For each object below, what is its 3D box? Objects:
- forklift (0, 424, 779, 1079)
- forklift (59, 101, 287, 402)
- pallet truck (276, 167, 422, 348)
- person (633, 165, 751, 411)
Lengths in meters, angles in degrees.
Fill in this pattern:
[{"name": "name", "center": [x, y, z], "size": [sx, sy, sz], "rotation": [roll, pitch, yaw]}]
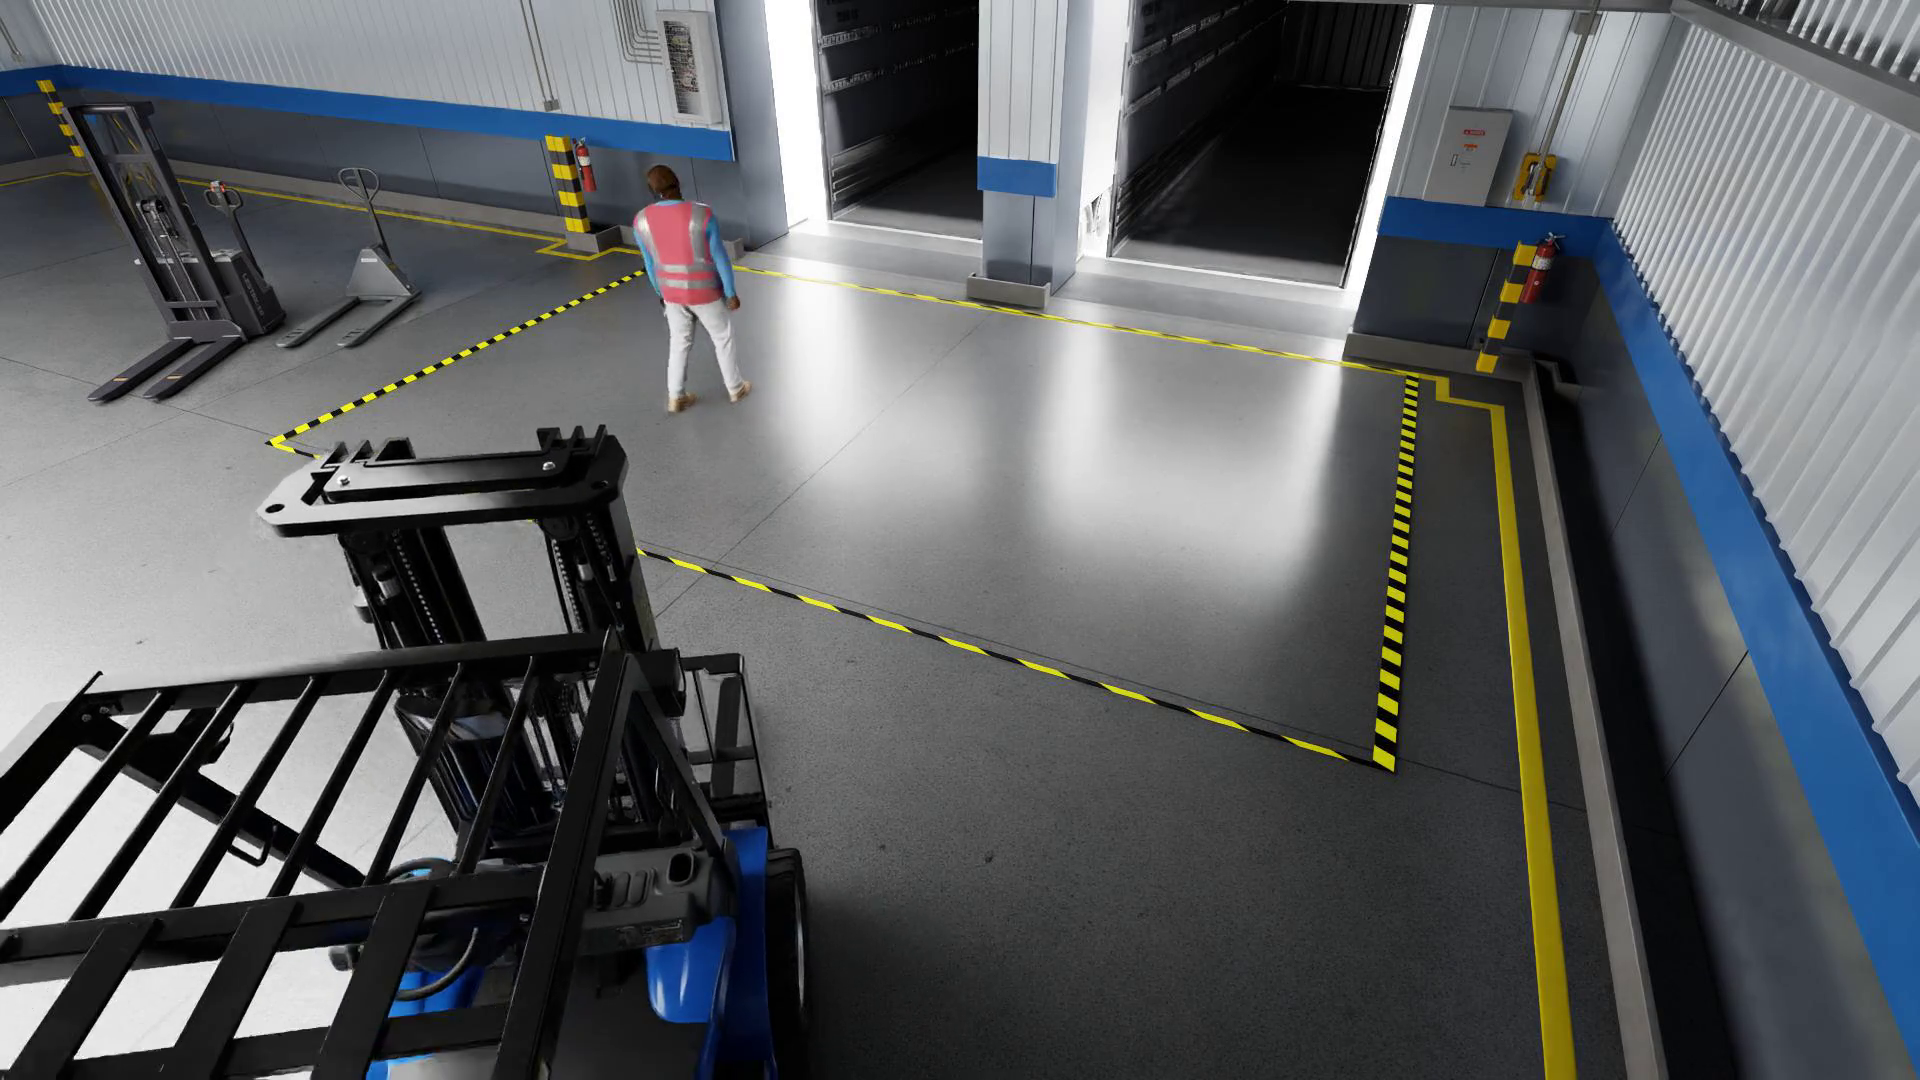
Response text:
[{"name": "forklift", "center": [-1.078, 1.222, 1.962], "size": [1.157, 2.036, 2.680], "rotation": [-5, 35, -7]}, {"name": "forklift", "center": [-6.686, -2.387, 7.434], "size": [0.823, 1.965, 1.885], "rotation": [-3, 35, -5]}, {"name": "pallet truck", "center": [-5.732, -2.611, 8.414], "size": [0.680, 1.201, 1.601], "rotation": [-1, 35, -1]}, {"name": "person", "center": [-1.981, -1.832, 6.818], "size": [0.669, 1.809, 0.577], "rotation": [5, 35, 7]}]
